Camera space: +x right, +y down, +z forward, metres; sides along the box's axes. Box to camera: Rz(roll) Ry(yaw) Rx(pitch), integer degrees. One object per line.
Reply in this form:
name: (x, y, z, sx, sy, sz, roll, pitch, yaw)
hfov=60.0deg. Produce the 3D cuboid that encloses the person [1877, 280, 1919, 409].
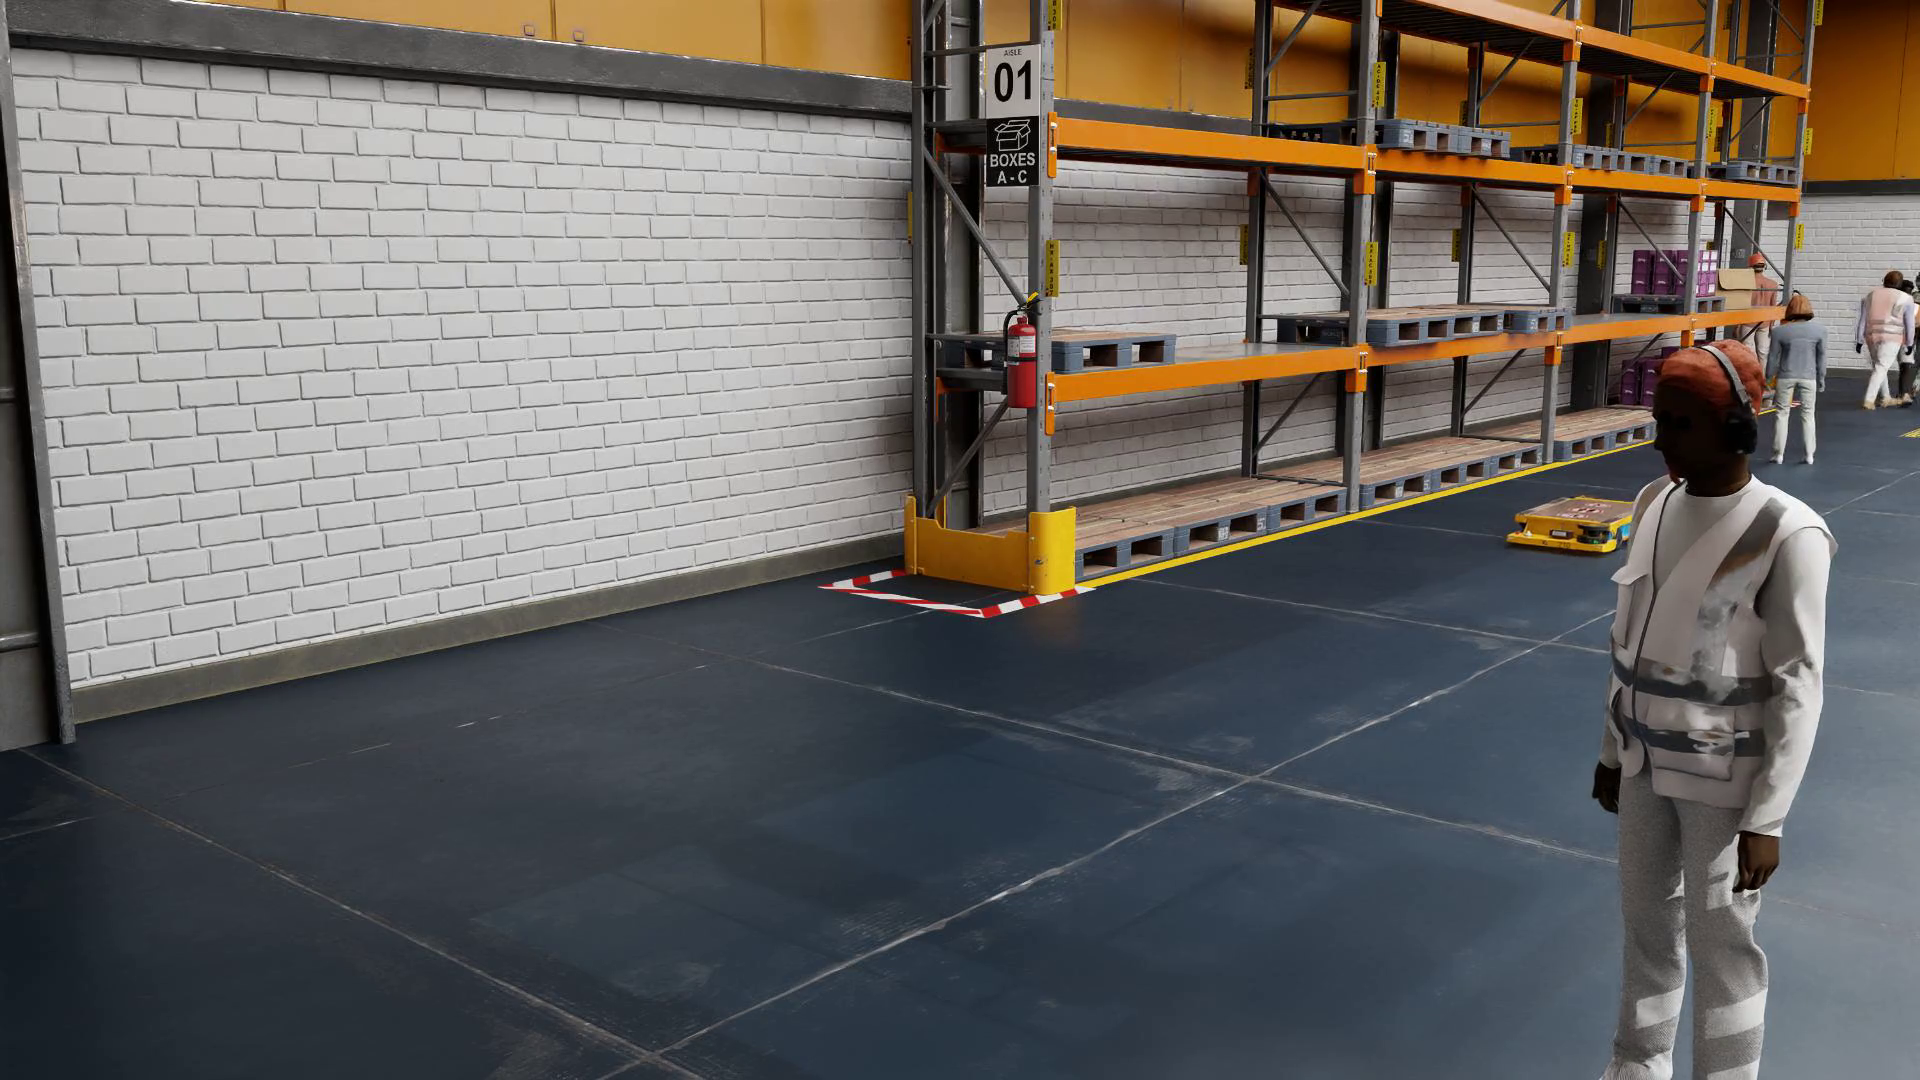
person: (12.138, -2.523, 21.517, 0.556, 1.652, 0.867, 2, 10, 13)

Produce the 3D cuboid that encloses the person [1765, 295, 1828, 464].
person: (8.039, -1.535, 16.002, 0.518, 1.629, 0.305, 4, 11, 19)

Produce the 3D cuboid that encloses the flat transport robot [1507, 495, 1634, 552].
flat transport robot: (4.470, -0.128, 11.847, 0.652, 0.197, 1.431, 8, 13, 37)

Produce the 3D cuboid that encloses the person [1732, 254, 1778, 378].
person: (11.280, -3.061, 23.645, 0.619, 1.990, 0.395, -2, 10, -9)

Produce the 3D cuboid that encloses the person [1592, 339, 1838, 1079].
person: (1.582, 0.511, 3.613, 0.355, 1.887, 0.574, -3, 10, -14)

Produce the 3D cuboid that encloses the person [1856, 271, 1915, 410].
person: (11.946, -2.575, 21.472, 0.997, 1.785, 0.628, -7, 12, -35)

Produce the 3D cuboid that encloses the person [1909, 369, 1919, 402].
person: (13.232, -2.774, 22.348, 0.966, 1.888, 0.667, -3, 10, -16)

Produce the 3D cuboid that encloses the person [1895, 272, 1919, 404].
person: (12.890, -2.720, 22.317, 0.919, 1.811, 0.557, -3, 10, -17)
